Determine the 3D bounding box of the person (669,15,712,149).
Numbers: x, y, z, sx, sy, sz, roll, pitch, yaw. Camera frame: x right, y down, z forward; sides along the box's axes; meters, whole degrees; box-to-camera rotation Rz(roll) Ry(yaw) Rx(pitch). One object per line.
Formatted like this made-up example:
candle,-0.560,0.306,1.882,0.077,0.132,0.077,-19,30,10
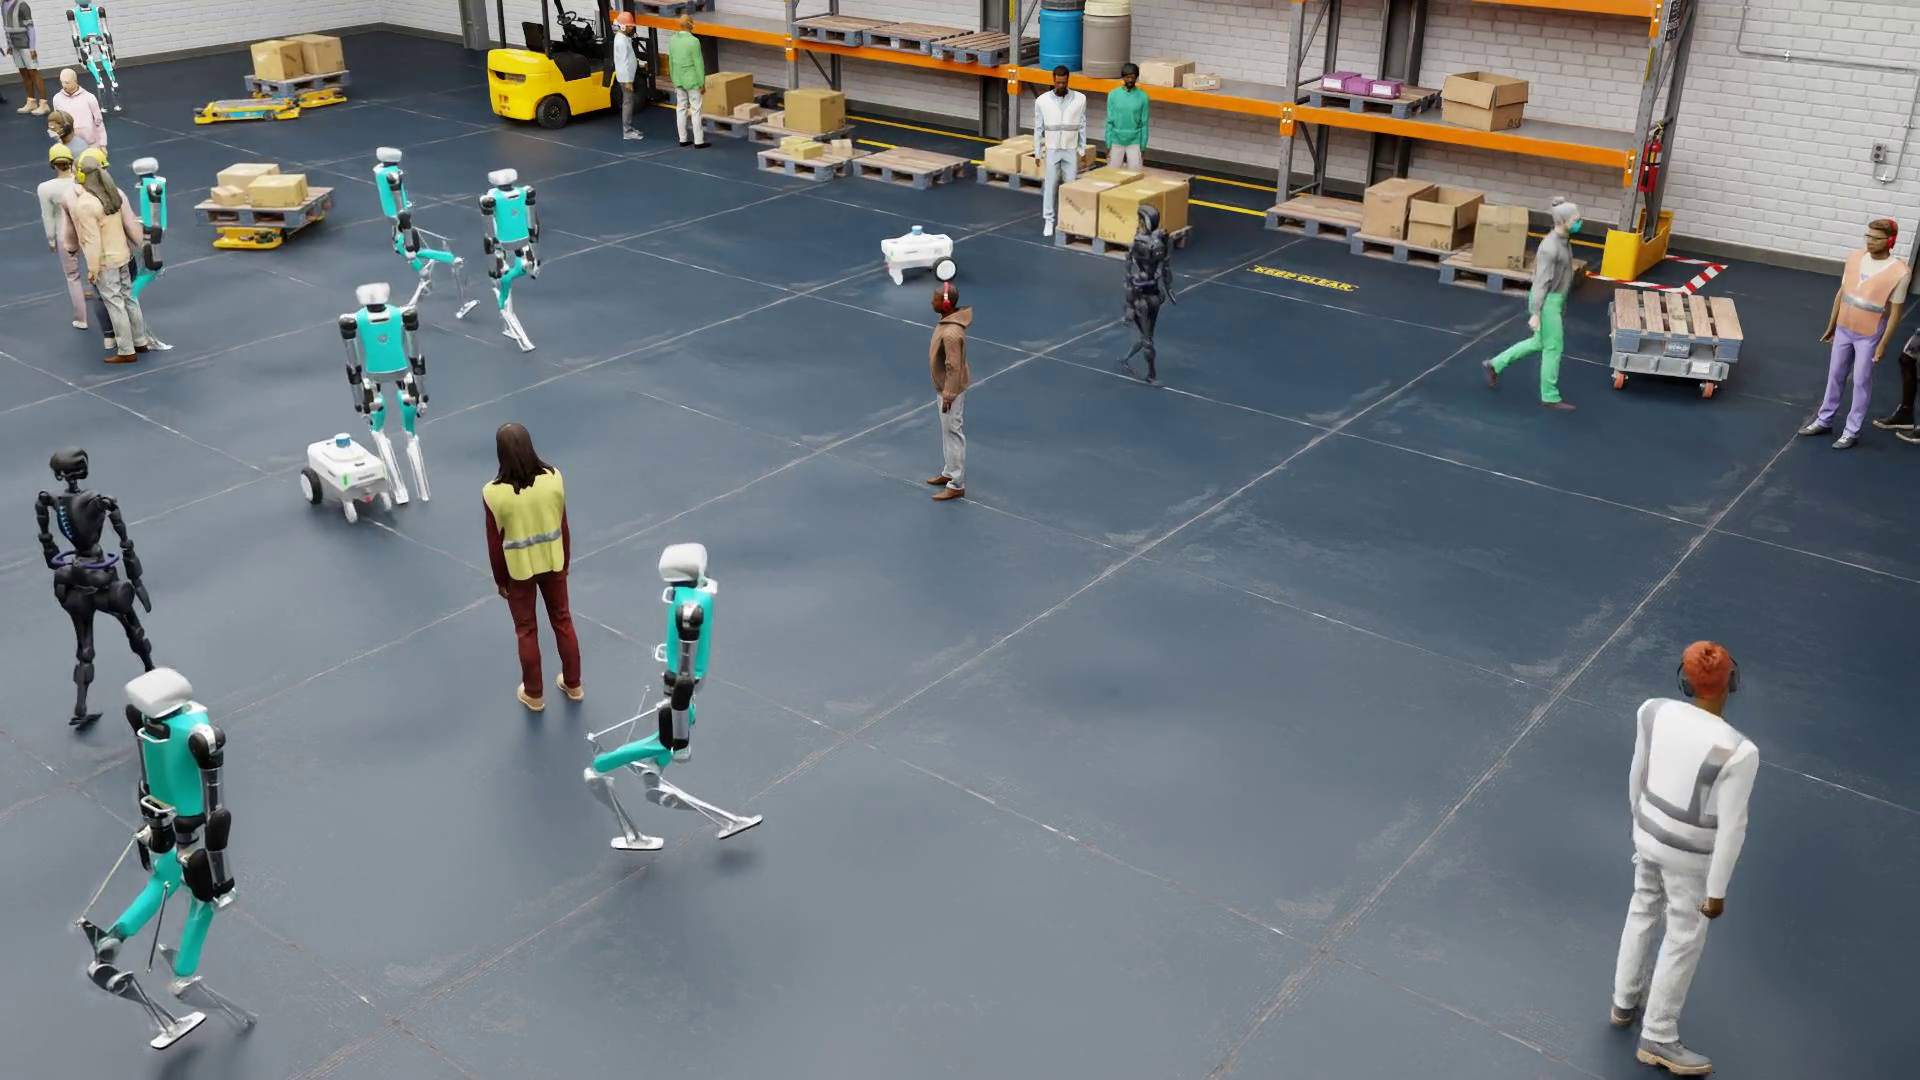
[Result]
person,-3.724,-6.289,22.855,0.550,1.781,0.384,14,29,26

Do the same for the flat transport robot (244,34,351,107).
flat transport robot,-10.324,-6.966,25.996,1.431,0.231,0.659,16,30,30

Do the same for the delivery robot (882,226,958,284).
delivery robot,-0.414,-2.982,17.435,0.782,0.611,0.502,-9,27,-18

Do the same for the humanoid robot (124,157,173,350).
humanoid robot,-7.526,-2.554,15.212,0.753,1.805,0.539,-14,29,-26

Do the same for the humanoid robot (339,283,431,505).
humanoid robot,-4.151,-1.061,12.085,0.536,1.776,0.775,-11,28,-21

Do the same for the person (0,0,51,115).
person,-14.045,-7.396,24.850,0.604,2.045,0.383,14,29,26

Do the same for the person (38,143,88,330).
person,-8.399,-2.884,15.835,0.533,1.754,0.339,-19,32,-34

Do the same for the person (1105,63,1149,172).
person,1.932,-4.599,19.290,0.502,1.843,0.393,4,26,7

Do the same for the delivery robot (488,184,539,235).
delivery robot,-5.183,-3.823,19.149,0.499,0.586,0.783,-12,28,-24

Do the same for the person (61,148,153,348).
person,-7.809,-2.644,15.225,0.813,1.856,0.436,2,26,3

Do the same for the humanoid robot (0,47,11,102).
humanoid robot,-15.155,-7.632,25.811,0.762,1.633,0.610,10,28,20

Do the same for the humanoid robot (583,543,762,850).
humanoid robot,-1.501,0.843,8.129,0.994,1.729,0.539,-2,26,-4

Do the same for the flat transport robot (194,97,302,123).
flat transport robot,-10.641,-6.421,24.868,1.431,0.231,0.659,-7,27,-14

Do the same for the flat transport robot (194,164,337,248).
flat transport robot,-7.900,-3.609,19.044,0.659,0.231,1.431,2,26,4

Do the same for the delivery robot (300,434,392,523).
delivery robot,-4.504,-0.492,12.253,0.499,0.587,0.767,-21,33,-36

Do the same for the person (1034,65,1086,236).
person,1.129,-4.404,18.811,0.598,1.909,0.400,-3,26,-6

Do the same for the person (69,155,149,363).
person,-7.642,-2.520,14.945,0.409,1.877,0.554,1,26,1

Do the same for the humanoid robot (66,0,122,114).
humanoid robot,-12.709,-7.137,24.507,0.533,1.678,0.735,-16,30,-30

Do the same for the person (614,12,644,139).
person,-4.669,-6.538,23.421,0.349,1.738,0.571,-5,26,-10

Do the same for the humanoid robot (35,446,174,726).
humanoid robot,-4.994,0.227,9.551,0.597,1.637,0.790,3,26,6

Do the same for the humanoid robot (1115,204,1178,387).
humanoid robot,1.568,-2.149,14.465,0.628,1.644,0.621,-19,32,-34

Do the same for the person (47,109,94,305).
person,-8.681,-3.304,16.507,0.362,1.932,0.628,-22,33,-38

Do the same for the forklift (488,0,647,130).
forklift,-5.874,-7.334,24.552,1.214,2.155,2.313,19,32,34

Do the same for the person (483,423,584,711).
person,-2.437,0.173,9.503,0.470,1.765,0.384,-15,30,-29

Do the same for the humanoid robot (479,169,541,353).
humanoid robot,-4.135,-2.536,15.121,0.547,1.734,0.991,-22,34,-38

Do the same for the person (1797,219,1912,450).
person,7.118,-1.634,13.140,0.391,1.846,0.563,-11,28,-22

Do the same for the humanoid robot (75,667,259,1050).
humanoid robot,-3.346,1.440,6.915,0.532,1.780,0.874,16,30,29

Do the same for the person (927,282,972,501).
person,-0.073,-1.102,12.258,0.333,1.651,0.461,-3,26,-5

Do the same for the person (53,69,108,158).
person,-10.140,-4.552,19.258,0.524,1.780,0.405,-6,26,-12

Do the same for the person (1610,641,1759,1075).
person,3.038,1.336,6.991,0.409,1.846,0.736,-10,28,-20

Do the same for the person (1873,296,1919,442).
person,7.676,-1.717,13.193,0.661,1.944,0.636,16,30,30

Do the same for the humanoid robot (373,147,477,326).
humanoid robot,-5.071,-2.921,15.964,0.987,1.776,0.535,-16,30,-30

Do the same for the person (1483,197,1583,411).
person,4.876,-2.002,13.941,0.778,1.822,0.519,12,28,24
